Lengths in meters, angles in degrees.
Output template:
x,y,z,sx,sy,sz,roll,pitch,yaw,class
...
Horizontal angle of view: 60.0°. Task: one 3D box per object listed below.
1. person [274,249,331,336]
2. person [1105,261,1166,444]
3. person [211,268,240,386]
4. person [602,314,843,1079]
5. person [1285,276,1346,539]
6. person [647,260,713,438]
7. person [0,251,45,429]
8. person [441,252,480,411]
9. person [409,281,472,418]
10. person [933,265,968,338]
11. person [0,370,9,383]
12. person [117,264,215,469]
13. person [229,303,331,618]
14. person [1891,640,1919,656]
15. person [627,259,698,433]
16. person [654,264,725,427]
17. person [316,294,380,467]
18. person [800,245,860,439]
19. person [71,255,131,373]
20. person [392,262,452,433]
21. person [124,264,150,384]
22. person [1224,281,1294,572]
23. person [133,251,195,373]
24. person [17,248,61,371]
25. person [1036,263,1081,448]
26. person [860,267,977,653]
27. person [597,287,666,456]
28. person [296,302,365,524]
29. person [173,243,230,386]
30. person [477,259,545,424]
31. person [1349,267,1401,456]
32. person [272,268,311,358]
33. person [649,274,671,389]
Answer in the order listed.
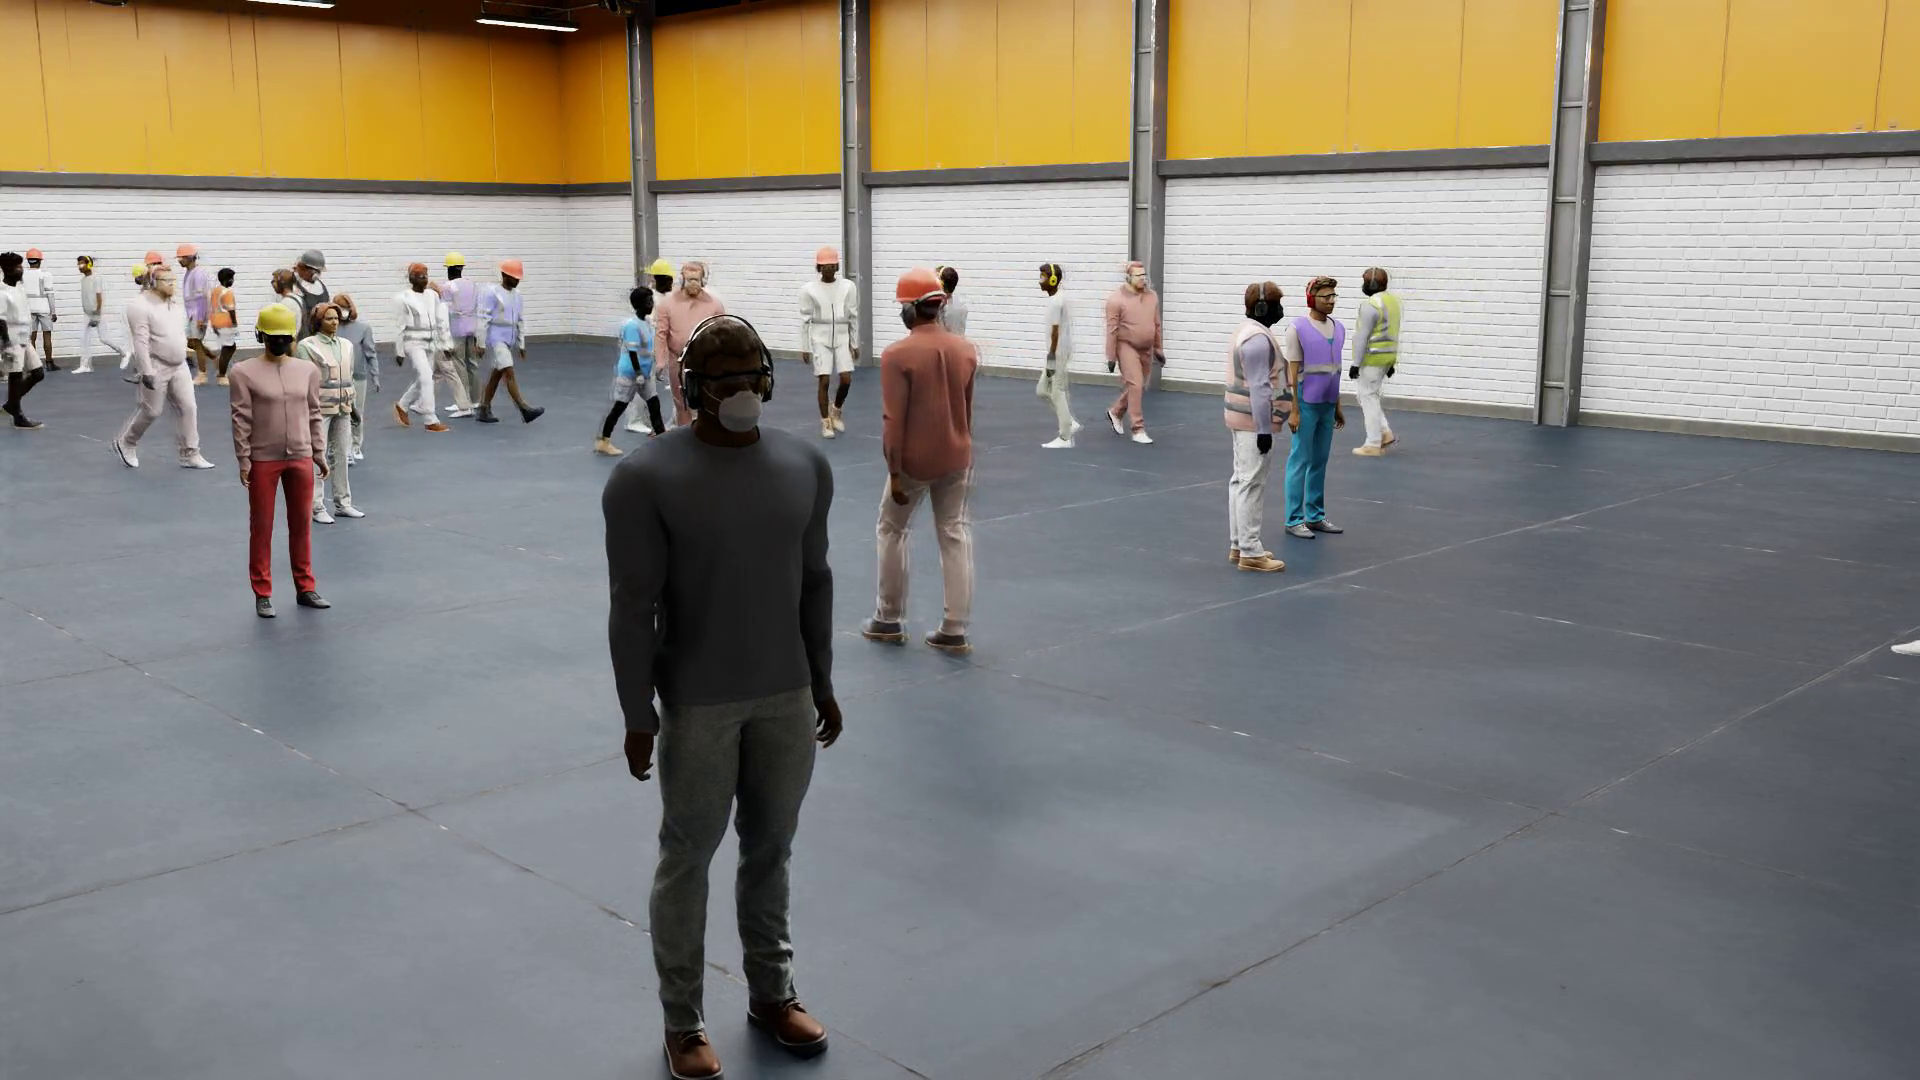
x,y,z,sx,sy,sz,roll,pitch,yaw,class
-7.207,-2.276,18.553,0.851,2.000,0.729,4,11,20,person
1.772,-1.966,17.332,0.666,1.876,0.862,-7,13,-34,person
-10.445,-3.019,23.608,0.630,1.664,0.436,10,14,43,person
-0.578,0.402,4.228,0.636,1.938,0.358,-8,13,-36,person
2.511,-0.944,11.823,0.564,1.846,0.389,-9,14,-40,person
-2.659,-1.911,17.016,1.060,1.888,0.633,-1,10,-4,person
-10.355,-2.181,18.266,0.420,1.952,0.641,-1,10,-4,person
-6.090,-2.529,20.243,0.367,1.928,0.584,4,11,22,person
-6.143,-2.221,19.458,0.877,1.581,0.533,1,10,7,person
-0.129,-1.439,14.457,0.328,1.872,0.513,6,12,28,person
-14.125,-3.177,23.704,0.976,1.965,0.639,-9,14,-40,person
-7.328,-1.575,15.193,0.845,1.878,0.642,4,11,20,person
-3.817,-0.451,9.379,0.327,1.760,0.523,10,14,42,person
5.066,-0.237,8.291,0.514,1.727,0.493,7,13,35,person
-3.173,-2.069,17.888,1.019,1.868,0.613,4,11,19,person
-2.519,-1.632,15.560,0.664,1.857,0.993,-1,10,-7,person
-5.733,-1.507,15.587,0.533,1.587,0.860,-5,11,-24,person
-1.358,-2.069,17.463,0.642,2.025,0.422,-3,11,-16,person
-13.502,-3.542,26.036,0.521,1.834,0.875,5,11,25,person
-5.950,-2.104,18.146,0.869,1.860,0.594,5,11,24,person
-11.651,-3.104,23.973,0.849,1.711,0.553,-8,13,-36,person
1.911,-0.729,10.660,0.430,1.845,0.619,0,10,2,person
-12.435,-3.545,25.915,0.568,1.888,1.001,9,13,39,person
-14.502,-3.618,26.185,0.545,1.929,0.389,0,10,-1,person
0.956,-1.834,16.660,0.409,1.855,0.532,0,10,-2,person
-0.209,-0.417,8.639,0.632,1.963,0.812,-7,13,-34,person
-3.119,-1.609,15.994,0.890,1.641,0.540,2,11,11,person
-4.707,-0.953,12.428,0.313,1.642,0.513,5,12,26,person
-10.824,-3.211,23.713,0.592,2.022,0.612,-9,14,-42,person
-5.109,-2.232,18.803,1.011,1.858,0.600,4,11,22,person
4.002,-1.721,16.129,0.447,1.828,0.633,7,12,33,person
-7.028,-1.982,17.655,0.993,1.798,0.536,0,10,0,person
-4.210,-2.867,22.975,0.816,1.597,0.500,-5,11,-23,person
